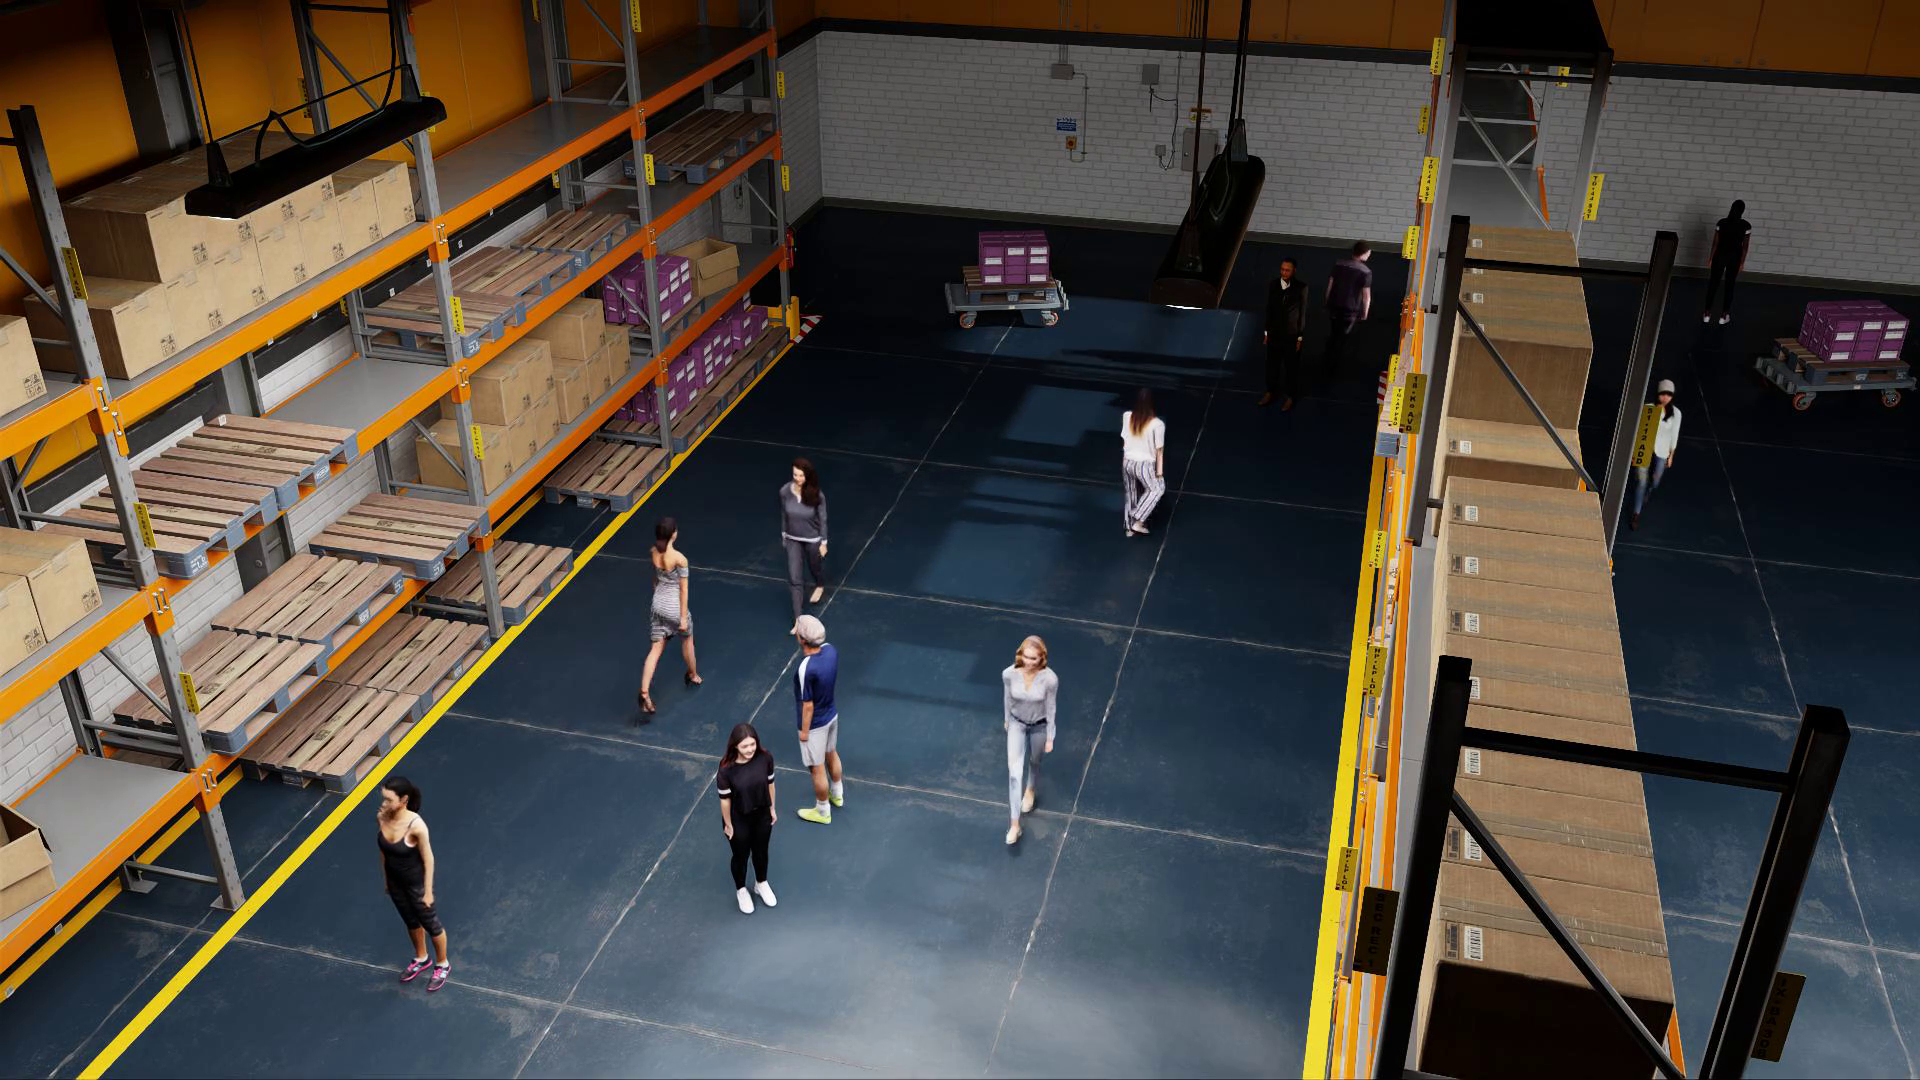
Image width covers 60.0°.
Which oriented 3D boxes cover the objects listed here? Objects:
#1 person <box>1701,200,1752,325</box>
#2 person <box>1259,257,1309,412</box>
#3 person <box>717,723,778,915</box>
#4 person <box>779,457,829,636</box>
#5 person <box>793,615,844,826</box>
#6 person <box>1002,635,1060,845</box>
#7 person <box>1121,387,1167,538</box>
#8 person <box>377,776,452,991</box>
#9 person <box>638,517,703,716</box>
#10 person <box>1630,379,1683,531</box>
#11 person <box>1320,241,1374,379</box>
[{"bbox_3d":[10.494,-3.816,22.760,0.665,1.728,0.648,15,32,25],"label":"person"},{"bbox_3d":[3.948,-2.519,20.201,0.753,1.903,0.732,18,33,29],"label":"person"},{"bbox_3d":[-1.546,2.006,12.183,0.709,1.637,0.773,-17,33,-28],"label":"person"},{"bbox_3d":[-1.464,-0.037,15.839,0.748,1.722,1.153,4,29,7],"label":"person"},{"bbox_3d":[-1.122,1.397,13.090,0.723,1.836,0.515,12,31,20],"label":"person"},{"bbox_3d":[0.561,1.442,13.096,0.614,1.753,1.025,7,29,13],"label":"person"},{"bbox_3d":[1.844,-0.768,17.241,0.810,1.663,0.824,22,35,34],"label":"person"},{"bbox_3d":[-3.773,2.343,11.467,0.612,1.730,0.588,13,31,22],"label":"person"},{"bbox_3d":[-2.583,0.695,14.440,0.788,1.776,1.147,18,33,29],"label":"person"},{"bbox_3d":[7.344,-0.955,17.620,0.641,1.627,1.000,11,30,19],"label":"person"},{"bbox_3d":[4.808,-2.865,20.935,0.924,1.808,0.962,18,34,30],"label":"person"}]
